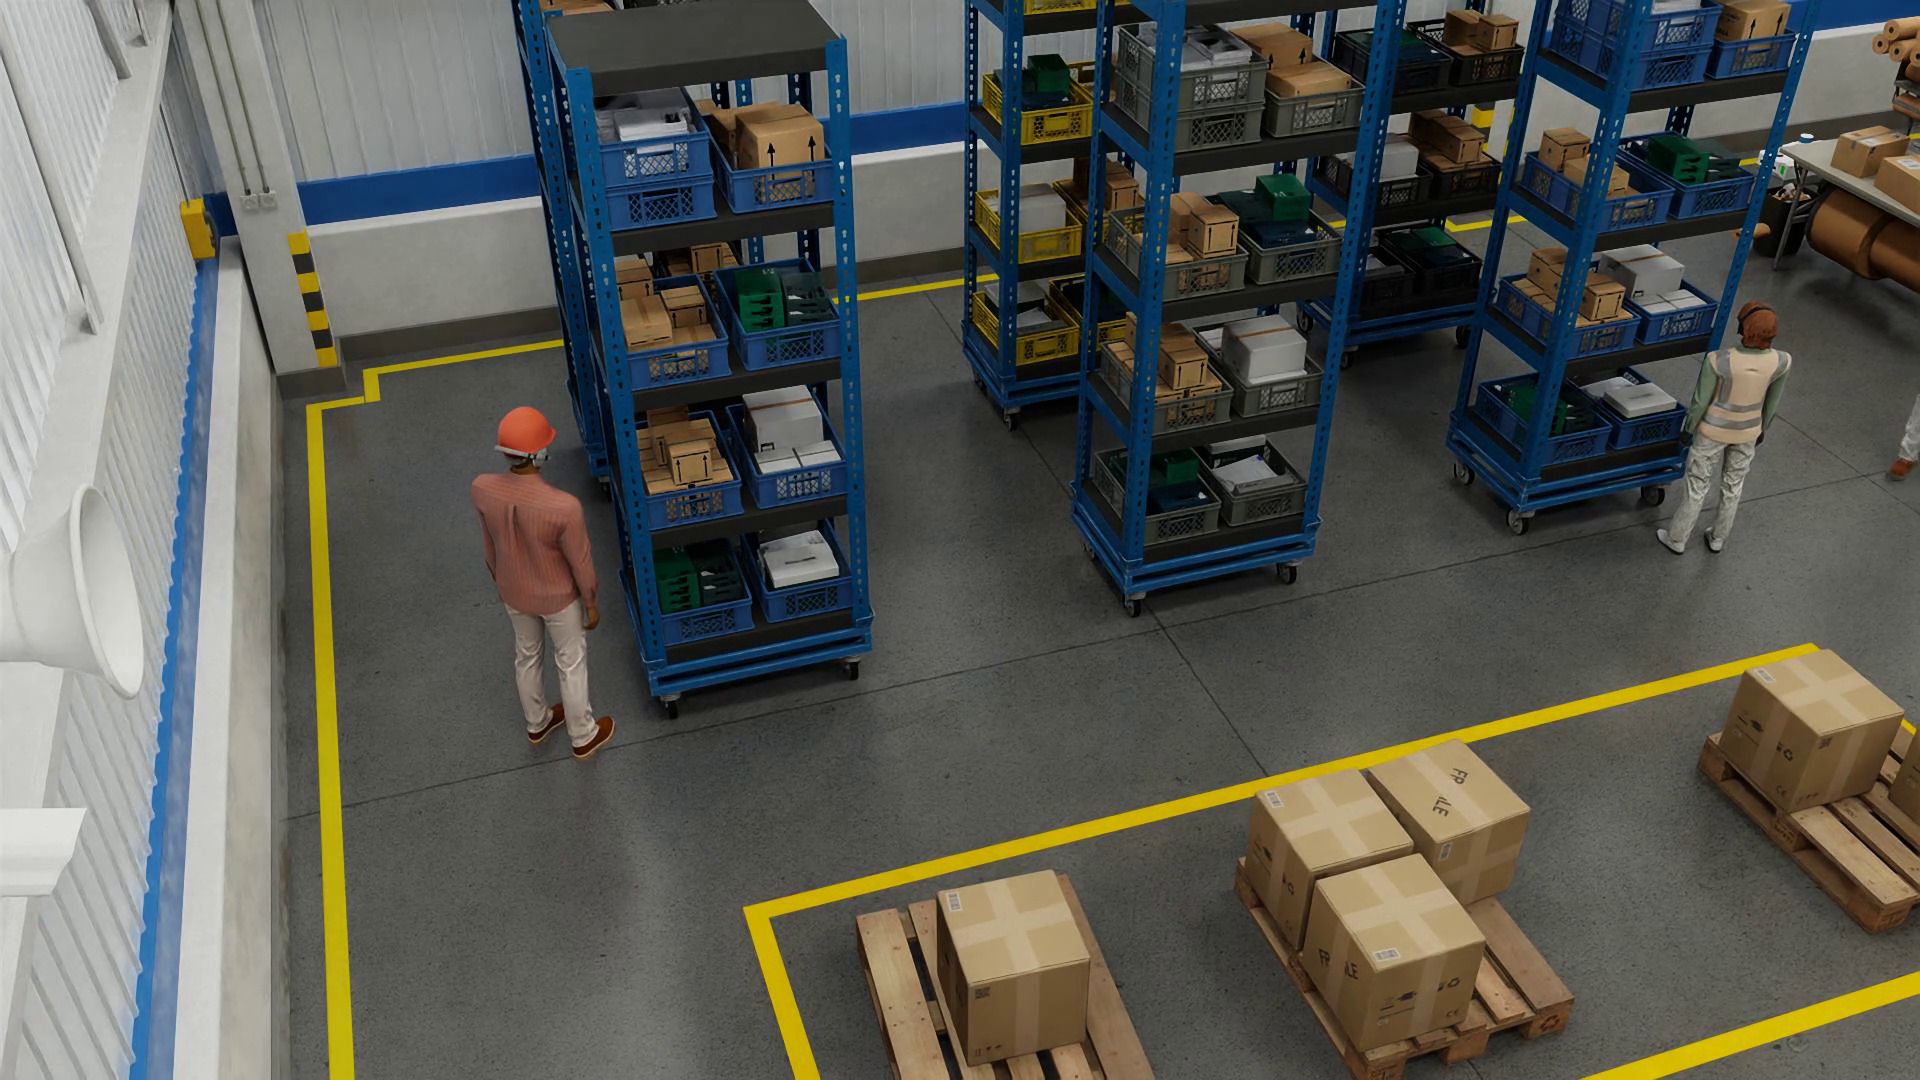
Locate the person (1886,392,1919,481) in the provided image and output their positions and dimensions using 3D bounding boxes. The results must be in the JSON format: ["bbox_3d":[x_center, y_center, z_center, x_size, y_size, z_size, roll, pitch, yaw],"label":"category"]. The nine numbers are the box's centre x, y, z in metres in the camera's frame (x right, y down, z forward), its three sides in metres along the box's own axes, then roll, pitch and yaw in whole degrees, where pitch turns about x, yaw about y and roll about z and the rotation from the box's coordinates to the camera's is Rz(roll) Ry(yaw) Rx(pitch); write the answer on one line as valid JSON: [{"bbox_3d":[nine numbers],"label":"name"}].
[{"bbox_3d":[6.443,-1.324,10.510,0.962,1.906,0.642,-29,44,-34],"label":"person"}]

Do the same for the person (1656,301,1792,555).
[{"bbox_3d":[4.486,-0.631,9.745,0.515,1.641,0.309,-1,35,-1],"label":"person"}]

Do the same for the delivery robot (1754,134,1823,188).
[{"bbox_3d":[7.225,-3.253,14.321,0.707,0.478,0.477,-12,37,-17],"label":"delivery robot"}]

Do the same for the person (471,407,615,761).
[{"bbox_3d":[-2.049,0.228,8.237,0.608,1.986,0.399,11,37,15],"label":"person"}]
